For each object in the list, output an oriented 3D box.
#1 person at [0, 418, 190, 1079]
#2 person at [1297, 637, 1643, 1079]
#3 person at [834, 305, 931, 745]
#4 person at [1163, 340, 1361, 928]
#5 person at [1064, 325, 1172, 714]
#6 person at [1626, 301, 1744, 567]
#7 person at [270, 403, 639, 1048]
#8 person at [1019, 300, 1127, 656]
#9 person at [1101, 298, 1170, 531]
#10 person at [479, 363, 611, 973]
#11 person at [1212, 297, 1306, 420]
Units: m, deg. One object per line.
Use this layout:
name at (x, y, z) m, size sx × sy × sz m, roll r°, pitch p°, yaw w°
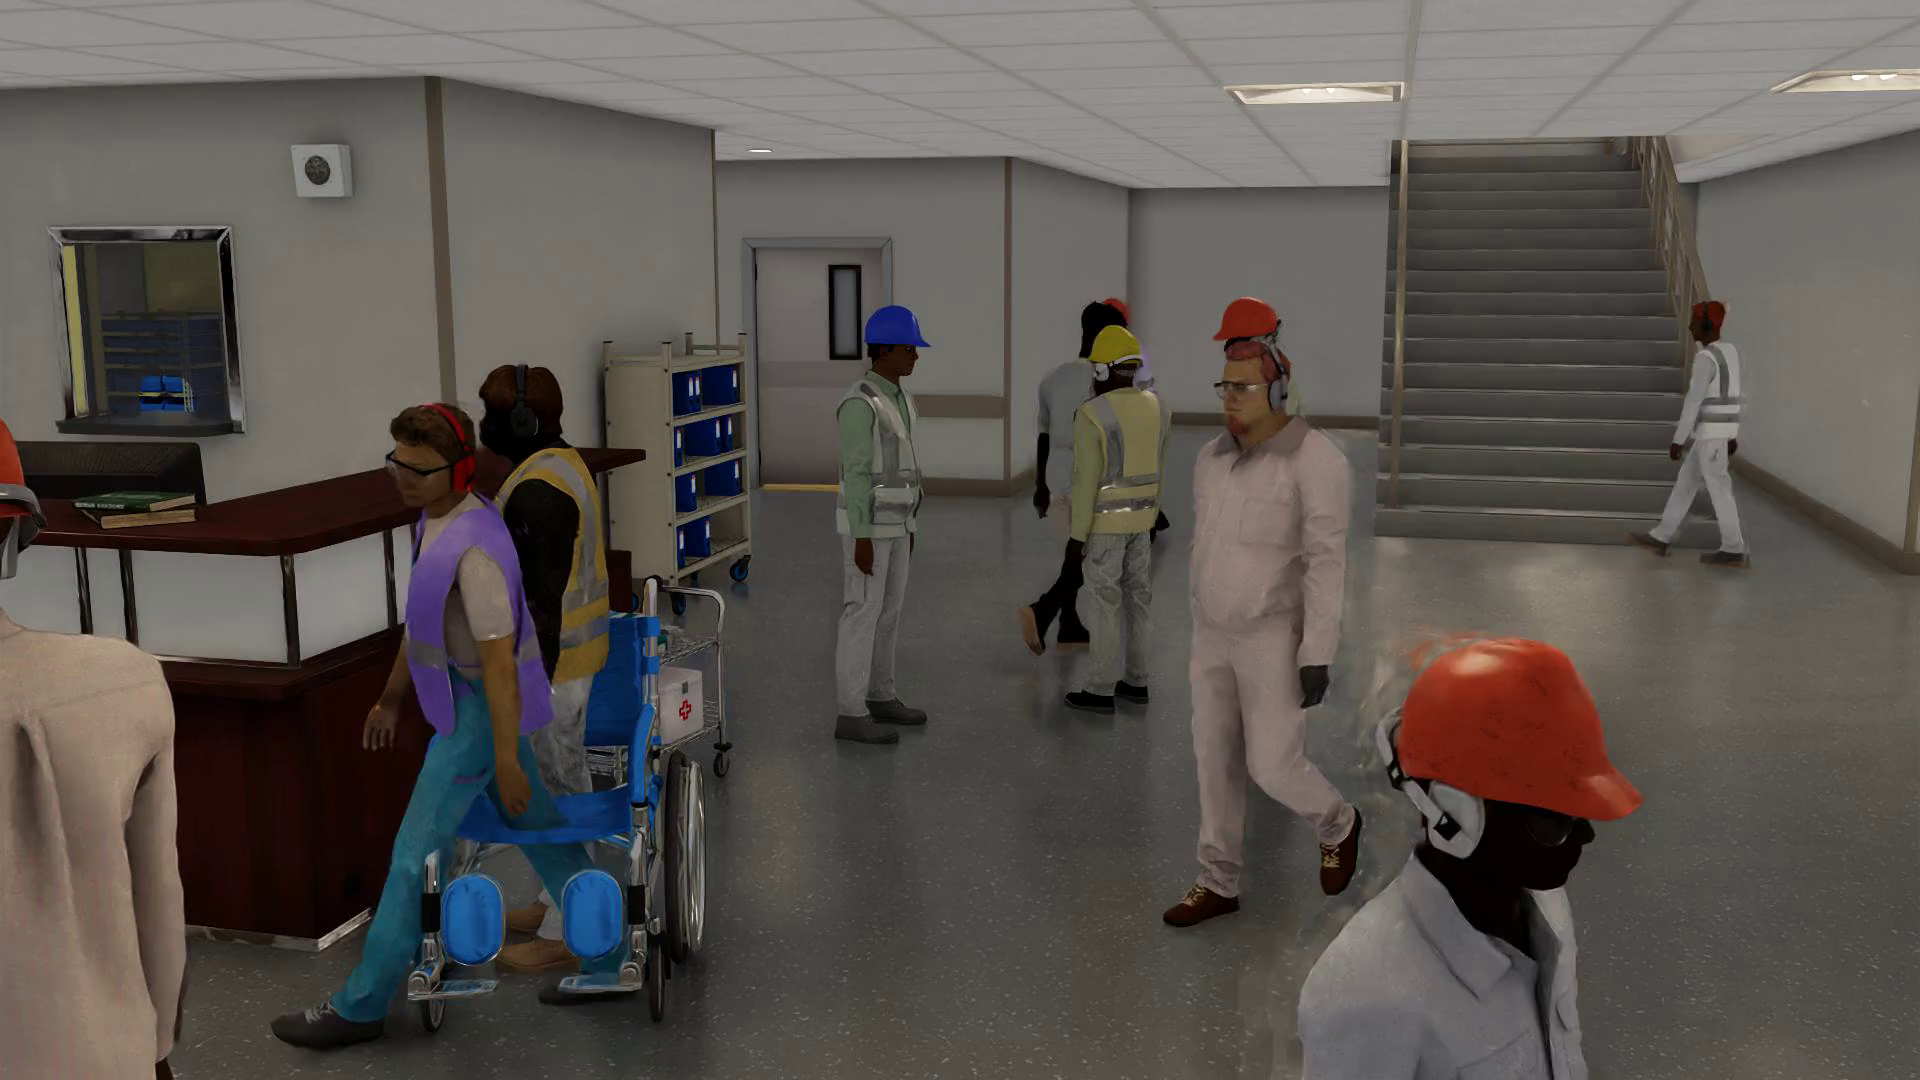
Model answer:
person at (-1.298, 0.784, 2.231) m, size 0.381 × 1.994 × 0.622 m, roll 3°, pitch 10°, yaw 19°
person at (0.589, 0.944, 2.120) m, size 0.875 × 1.716 × 0.573 m, roll 7°, pitch 12°, yaw 38°
person at (-0.337, -0.068, 7.416) m, size 0.419 × 1.940 × 0.606 m, roll 4°, pitch 10°, yaw 21°
person at (0.978, 0.303, 5.355) m, size 0.624 × 1.893 × 0.659 m, roll -7°, pitch 12°, yaw -36°
person at (0.724, -0.094, 7.879) m, size 0.590 × 1.833 × 0.404 m, roll -9°, pitch 13°, yaw -42°
person at (5.149, -0.751, 11.706) m, size 0.924 × 1.840 × 0.601 m, roll 8°, pitch 12°, yaw 38°
person at (-1.357, 0.503, 4.537) m, size 1.000 × 1.774 × 0.604 m, roll -3°, pitch 10°, yaw -16°
person at (0.587, -0.305, 8.856) m, size 0.714 × 1.926 × 0.614 m, roll -8°, pitch 12°, yaw -39°
person at (1.234, -0.871, 12.420) m, size 1.076 × 1.867 × 0.598 m, roll -7°, pitch 12°, yaw -37°
person at (-1.284, 0.381, 5.091) m, size 0.430 × 1.838 × 0.628 m, roll -2°, pitch 10°, yaw -11°
person at (1.404, -0.142, 7.809) m, size 0.605 × 1.965 × 0.674 m, roll 0°, pitch 10°, yaw 1°
